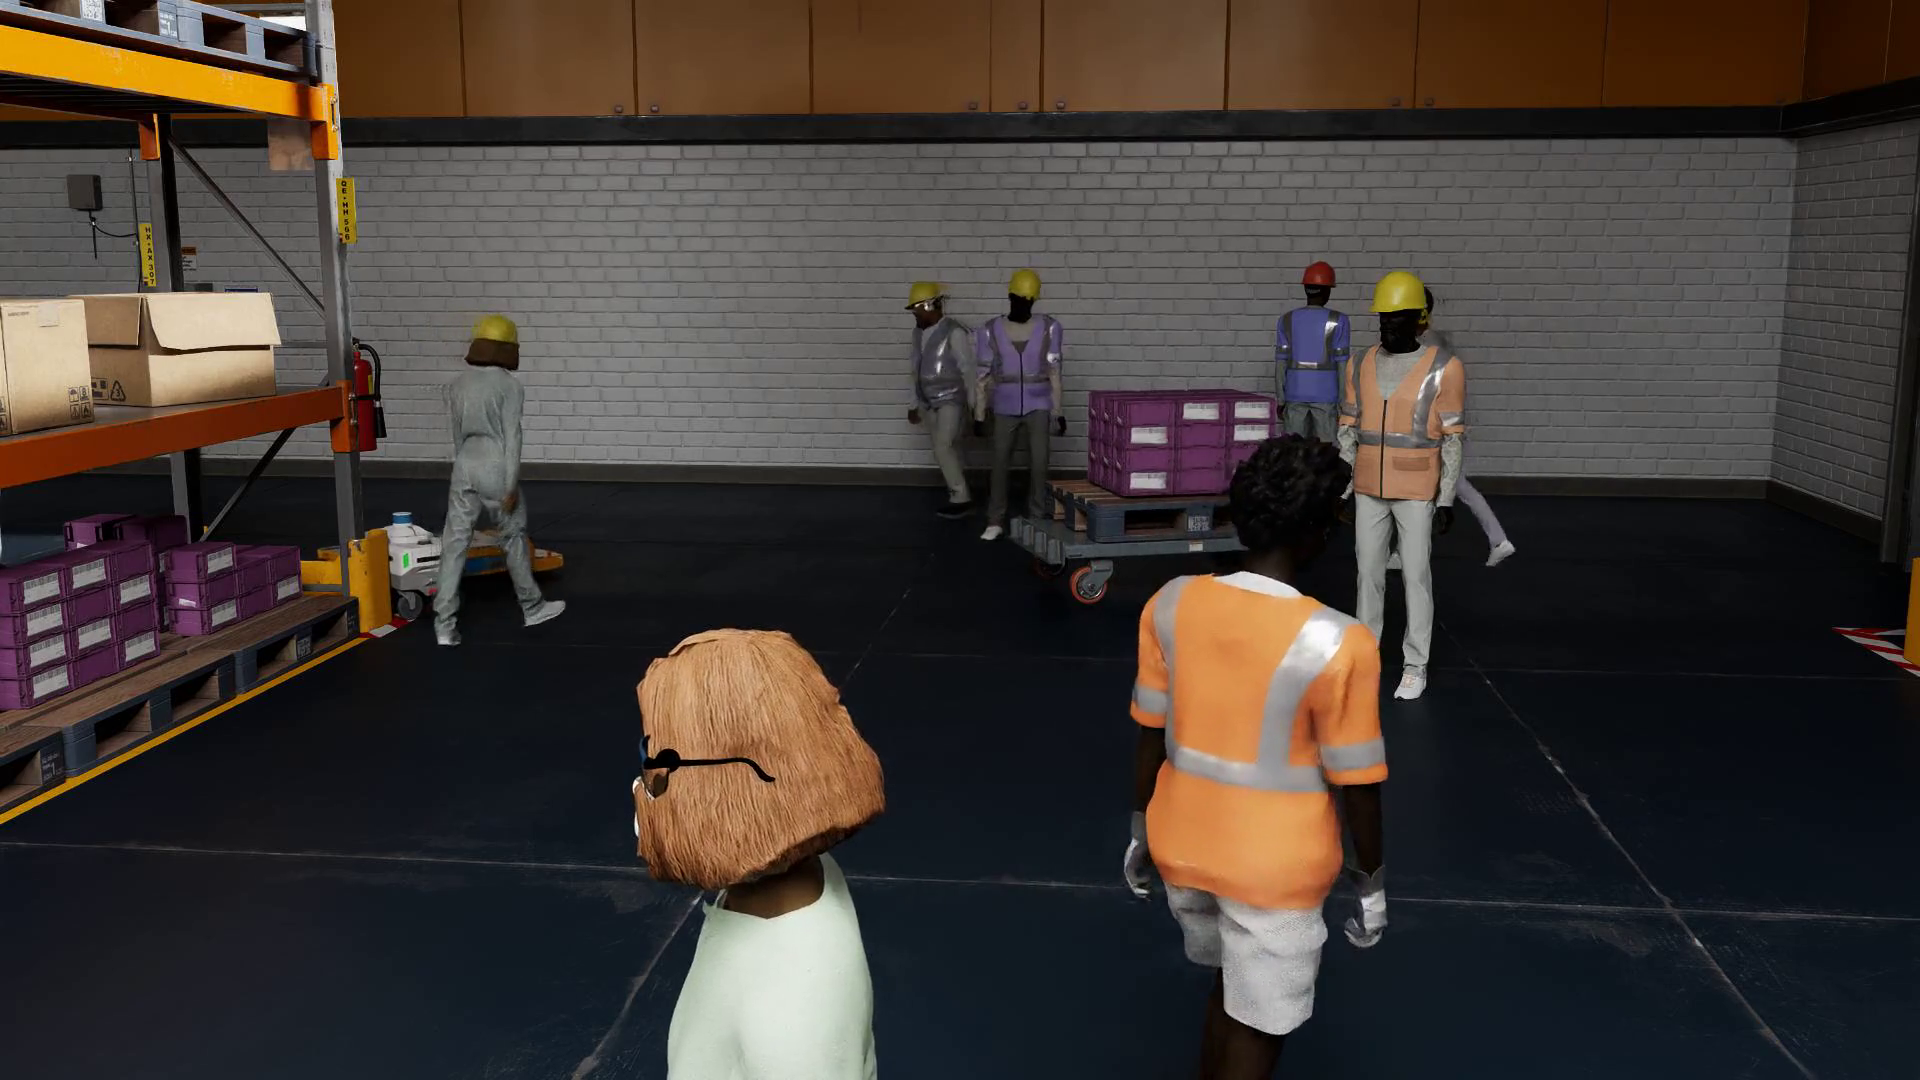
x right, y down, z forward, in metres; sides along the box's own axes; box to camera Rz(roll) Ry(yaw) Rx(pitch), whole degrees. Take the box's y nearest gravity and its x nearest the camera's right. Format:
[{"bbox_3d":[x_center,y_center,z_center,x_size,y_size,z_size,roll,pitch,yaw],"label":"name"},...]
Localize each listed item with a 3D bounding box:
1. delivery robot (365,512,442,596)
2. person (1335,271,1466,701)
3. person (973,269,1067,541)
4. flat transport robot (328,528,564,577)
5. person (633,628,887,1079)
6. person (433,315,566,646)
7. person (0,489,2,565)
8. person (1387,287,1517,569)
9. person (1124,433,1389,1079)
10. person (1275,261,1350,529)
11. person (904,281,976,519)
[{"bbox_3d":[-3.106,0.087,9.299,0.477,0.478,0.707,-9,13,-43],"label":"delivery robot"},{"bbox_3d":[1.963,-0.242,7.521,0.594,1.926,0.366,8,13,40],"label":"person"},{"bbox_3d":[0.419,-0.909,11.448,0.651,1.890,0.562,0,10,3],"label":"person"},{"bbox_3d":[-3.232,0.120,10.190,1.431,0.197,0.652,-9,13,-42],"label":"flat transport robot"},{"bbox_3d":[-0.205,0.897,1.839,0.266,1.631,0.507,-2,10,-10],"label":"person"},{"bbox_3d":[-2.464,-0.316,8.634,0.549,1.676,0.916,4,11,21],"label":"person"},{"bbox_3d":[-5.769,-0.581,9.734,0.598,1.832,0.404,7,12,34],"label":"person"},{"bbox_3d":[3.079,-0.685,10.424,0.863,1.816,0.566,4,11,24],"label":"person"},{"bbox_3d":[0.620,0.624,3.268,0.570,1.673,0.547,-9,13,-41],"label":"person"},{"bbox_3d":[2.571,-1.047,12.102,0.551,1.935,0.375,5,11,28],"label":"person"},{"bbox_3d":[-0.137,-1.042,12.490,0.538,1.790,0.612,-6,12,-32],"label":"person"}]
